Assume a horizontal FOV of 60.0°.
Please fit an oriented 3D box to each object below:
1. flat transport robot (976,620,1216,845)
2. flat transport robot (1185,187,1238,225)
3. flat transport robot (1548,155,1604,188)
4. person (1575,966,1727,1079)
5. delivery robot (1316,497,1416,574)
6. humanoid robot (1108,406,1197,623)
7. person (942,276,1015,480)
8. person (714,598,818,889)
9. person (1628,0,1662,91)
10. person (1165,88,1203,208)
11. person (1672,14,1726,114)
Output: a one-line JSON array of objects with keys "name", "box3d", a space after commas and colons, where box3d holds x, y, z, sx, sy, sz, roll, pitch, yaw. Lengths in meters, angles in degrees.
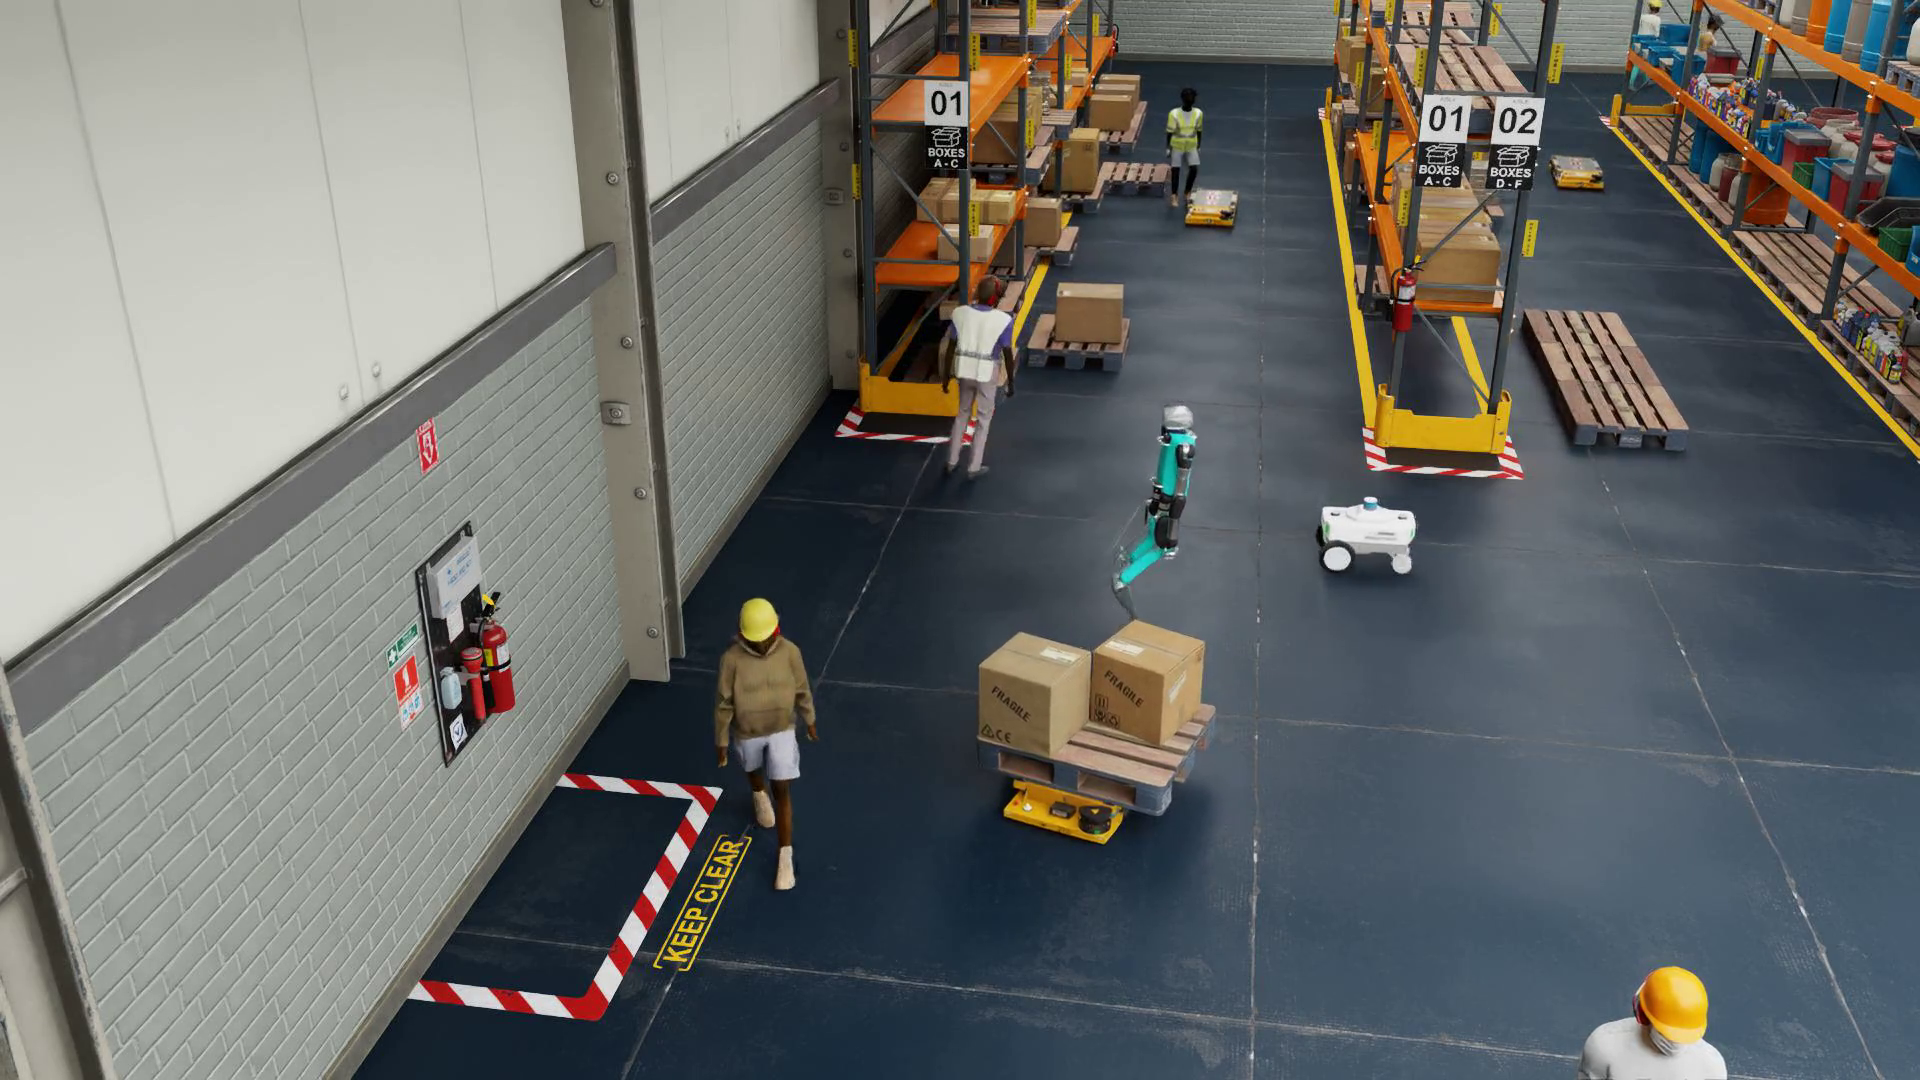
[{"name": "flat transport robot", "box3d": [0.867, 1.388, 10.387, 0.659, 0.231, 1.431, 12, 28, 24]}, {"name": "flat transport robot", "box3d": [3.551, -4.691, 23.398, 0.659, 0.231, 1.431, 5, 25, 10]}, {"name": "flat transport robot", "box3d": [9.401, -5.623, 25.394, 0.659, 0.231, 1.431, 5, 26, 11]}, {"name": "person", "box3d": [2.558, 2.388, 6.339, 0.569, 1.889, 0.389, 7, 26, 16]}, {"name": "delivery robot", "box3d": [3.185, -0.048, 13.126, 0.775, 0.596, 0.499, 3, 25, 7]}, {"name": "humanoid robot", "box3d": [1.290, -0.061, 11.795, 0.675, 1.827, 0.539, -3, 25, -6]}, {"name": "person", "box3d": [0.178, -1.415, 14.568, 0.589, 1.807, 0.464, 11, 27, 21]}, {"name": "person", "box3d": [-1.097, 1.049, 9.432, 0.588, 1.710, 0.936, -4, 25, -9]}, {"name": "person", "box3d": [13.297, -9.535, 32.044, 0.879, 1.724, 0.535, -6, 26, -12]}, {"name": "person", "box3d": [3.160, -5.541, 23.542, 0.573, 1.693, 0.424, -3, 25, -7]}, {"name": "person", "box3d": [13.252, -8.424, 29.546, 0.883, 1.817, 0.526, 12, 28, 24]}]
